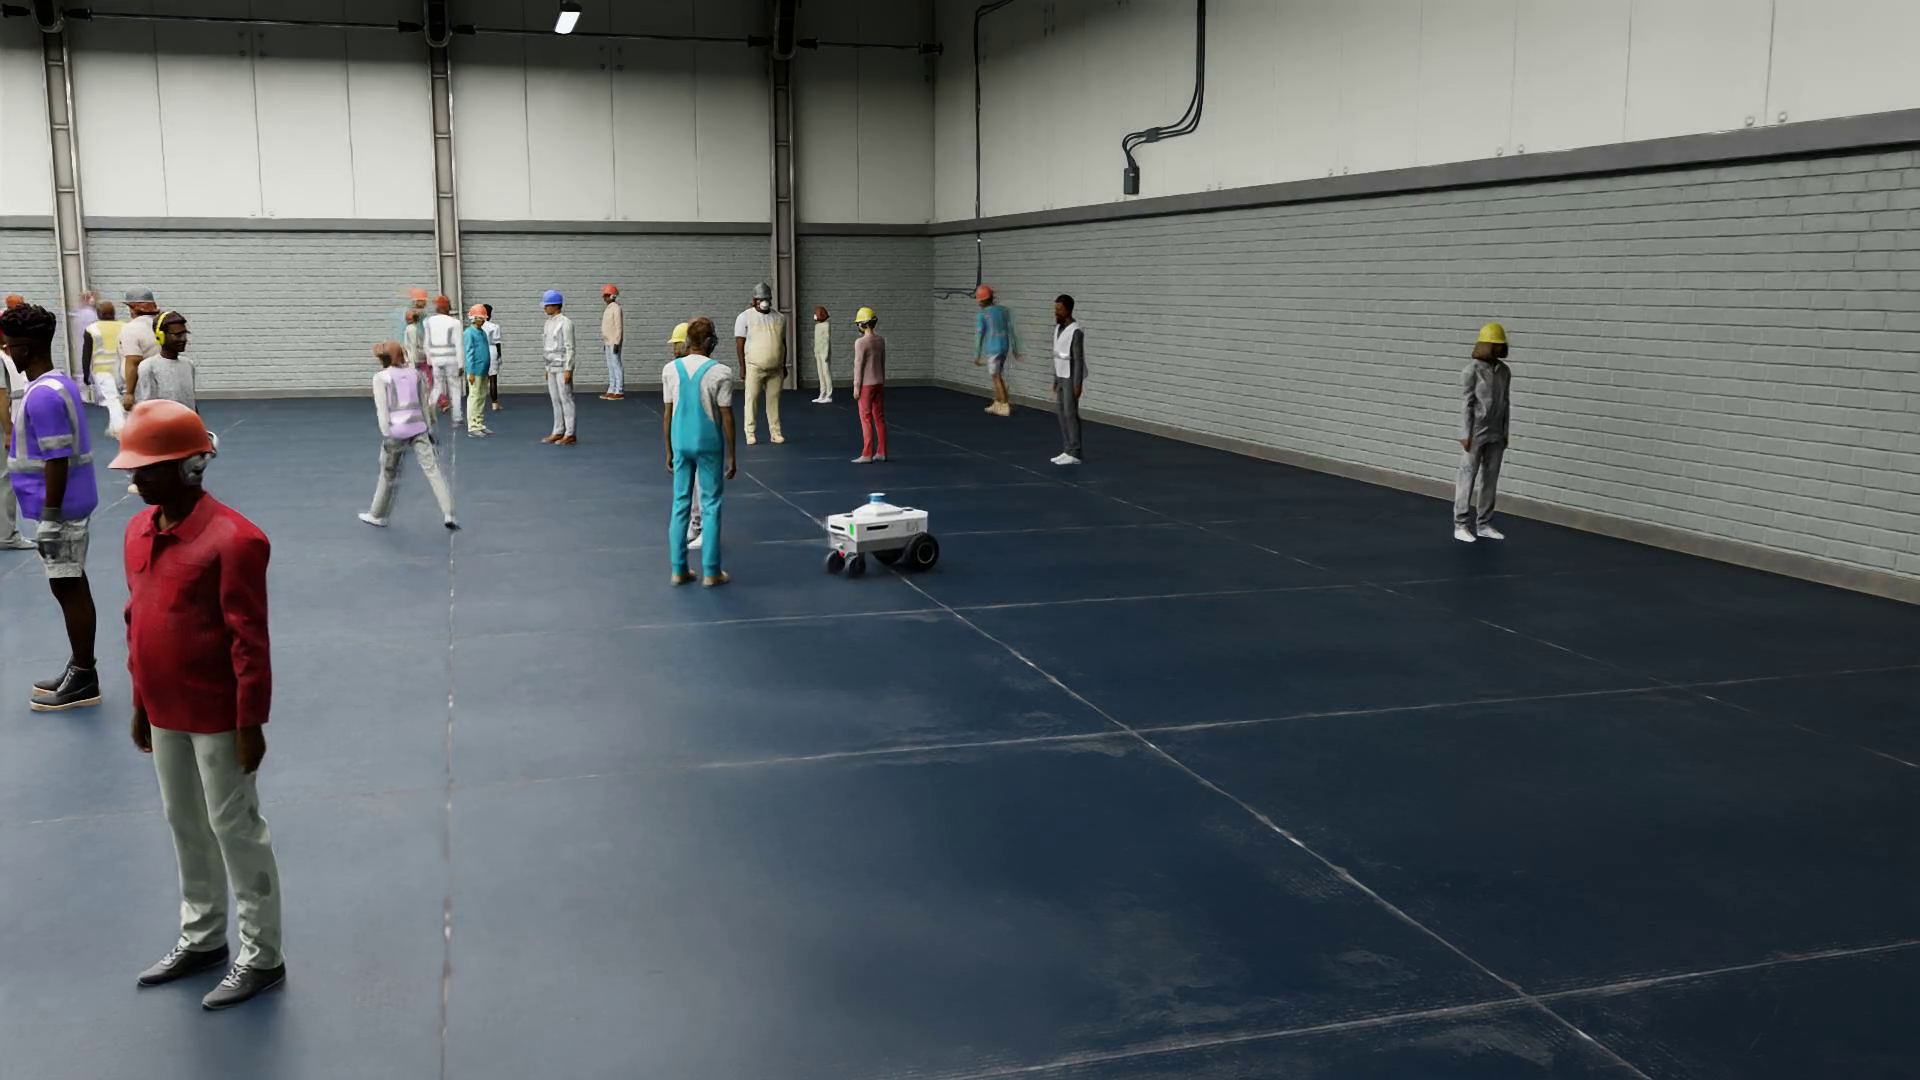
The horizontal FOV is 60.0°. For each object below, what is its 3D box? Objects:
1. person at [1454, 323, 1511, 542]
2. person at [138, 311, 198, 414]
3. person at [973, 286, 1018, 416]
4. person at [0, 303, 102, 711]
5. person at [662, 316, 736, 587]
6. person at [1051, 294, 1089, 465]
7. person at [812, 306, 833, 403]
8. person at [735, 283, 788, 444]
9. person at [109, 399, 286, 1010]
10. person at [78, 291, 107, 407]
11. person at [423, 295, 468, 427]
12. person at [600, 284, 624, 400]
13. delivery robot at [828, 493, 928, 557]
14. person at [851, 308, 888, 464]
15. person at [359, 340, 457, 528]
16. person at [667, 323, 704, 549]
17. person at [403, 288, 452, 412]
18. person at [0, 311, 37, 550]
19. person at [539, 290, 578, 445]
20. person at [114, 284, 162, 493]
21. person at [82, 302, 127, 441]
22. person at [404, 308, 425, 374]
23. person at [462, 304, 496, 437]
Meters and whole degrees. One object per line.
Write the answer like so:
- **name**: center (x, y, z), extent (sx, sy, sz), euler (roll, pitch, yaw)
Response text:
- **person**: center (4.171, -0.847, 13.192), extent (0.487, 1.736, 0.340), euler (-5, 10, -27)
- **person**: center (-5.388, -0.633, 11.436), extent (0.325, 1.862, 0.509), euler (2, 9, 15)
- **person**: center (0.494, -2.872, 25.315), extent (0.698, 1.977, 0.737), euler (-9, 12, -44)
- **person**: center (-4.394, -0.159, 8.068), extent (0.373, 1.962, 0.607), euler (-4, 10, -22)
- **person**: center (-1.757, -0.590, 11.237), extent (0.519, 1.835, 0.350), euler (2, 9, 13)
- **person**: center (1.236, -1.806, 18.755), extent (0.392, 1.910, 0.605), euler (-3, 9, -16)
- **person**: center (-2.325, -3.125, 28.065), extent (0.288, 1.626, 0.504), euler (-5, 10, -29)
- **person**: center (-2.466, -2.228, 21.021), extent (0.689, 2.000, 0.539), euler (-5, 10, -28)
- **person**: center (-2.211, 0.467, 4.780), extent (0.572, 1.743, 0.352), euler (5, 10, 31)
- **person**: center (-14.074, -3.098, 27.026), extent (0.542, 1.893, 0.671), euler (-7, 11, -37)
- **person**: center (-7.232, -2.498, 23.295), extent (0.599, 1.865, 0.664), euler (1, 9, 6)
- **person**: center (-6.017, -3.419, 28.756), extent (0.375, 1.997, 0.611), euler (-6, 10, -32)
- **delivery robot**: center (-0.580, -0.089, 11.800), extent (0.707, 0.478, 0.477), euler (-7, 11, -37)
- **person**: center (-1.039, -1.743, 18.828), extent (0.334, 1.760, 0.527), euler (6, 11, 32)
- **person**: center (-4.593, -0.867, 13.835), extent (0.932, 1.572, 0.566), euler (6, 11, 34)
- **person**: center (-2.083, -0.804, 12.882), extent (0.322, 1.742, 0.493), euler (-5, 10, -27)
- **person**: center (-8.384, -2.938, 25.889), extent (1.033, 1.930, 0.649), euler (2, 9, 15)
- **person**: center (-7.372, -0.837, 12.795), extent (0.389, 1.838, 0.563), euler (-6, 11, -35)
- **person**: center (-5.038, -2.156, 20.868), extent (0.402, 1.943, 0.608), euler (-7, 11, -39)
- **person**: center (-7.983, -1.483, 16.271), extent (0.536, 2.000, 0.688), euler (2, 9, 12)
- **person**: center (-11.003, -2.184, 21.563), extent (0.631, 1.795, 0.996), euler (-8, 12, -43)
- **person**: center (-8.283, -2.697, 25.272), extent (0.305, 1.645, 0.522), euler (-4, 10, -22)
- **person**: center (-6.374, -2.249, 22.071), extent (0.336, 1.747, 0.572), euler (1, 9, 7)
